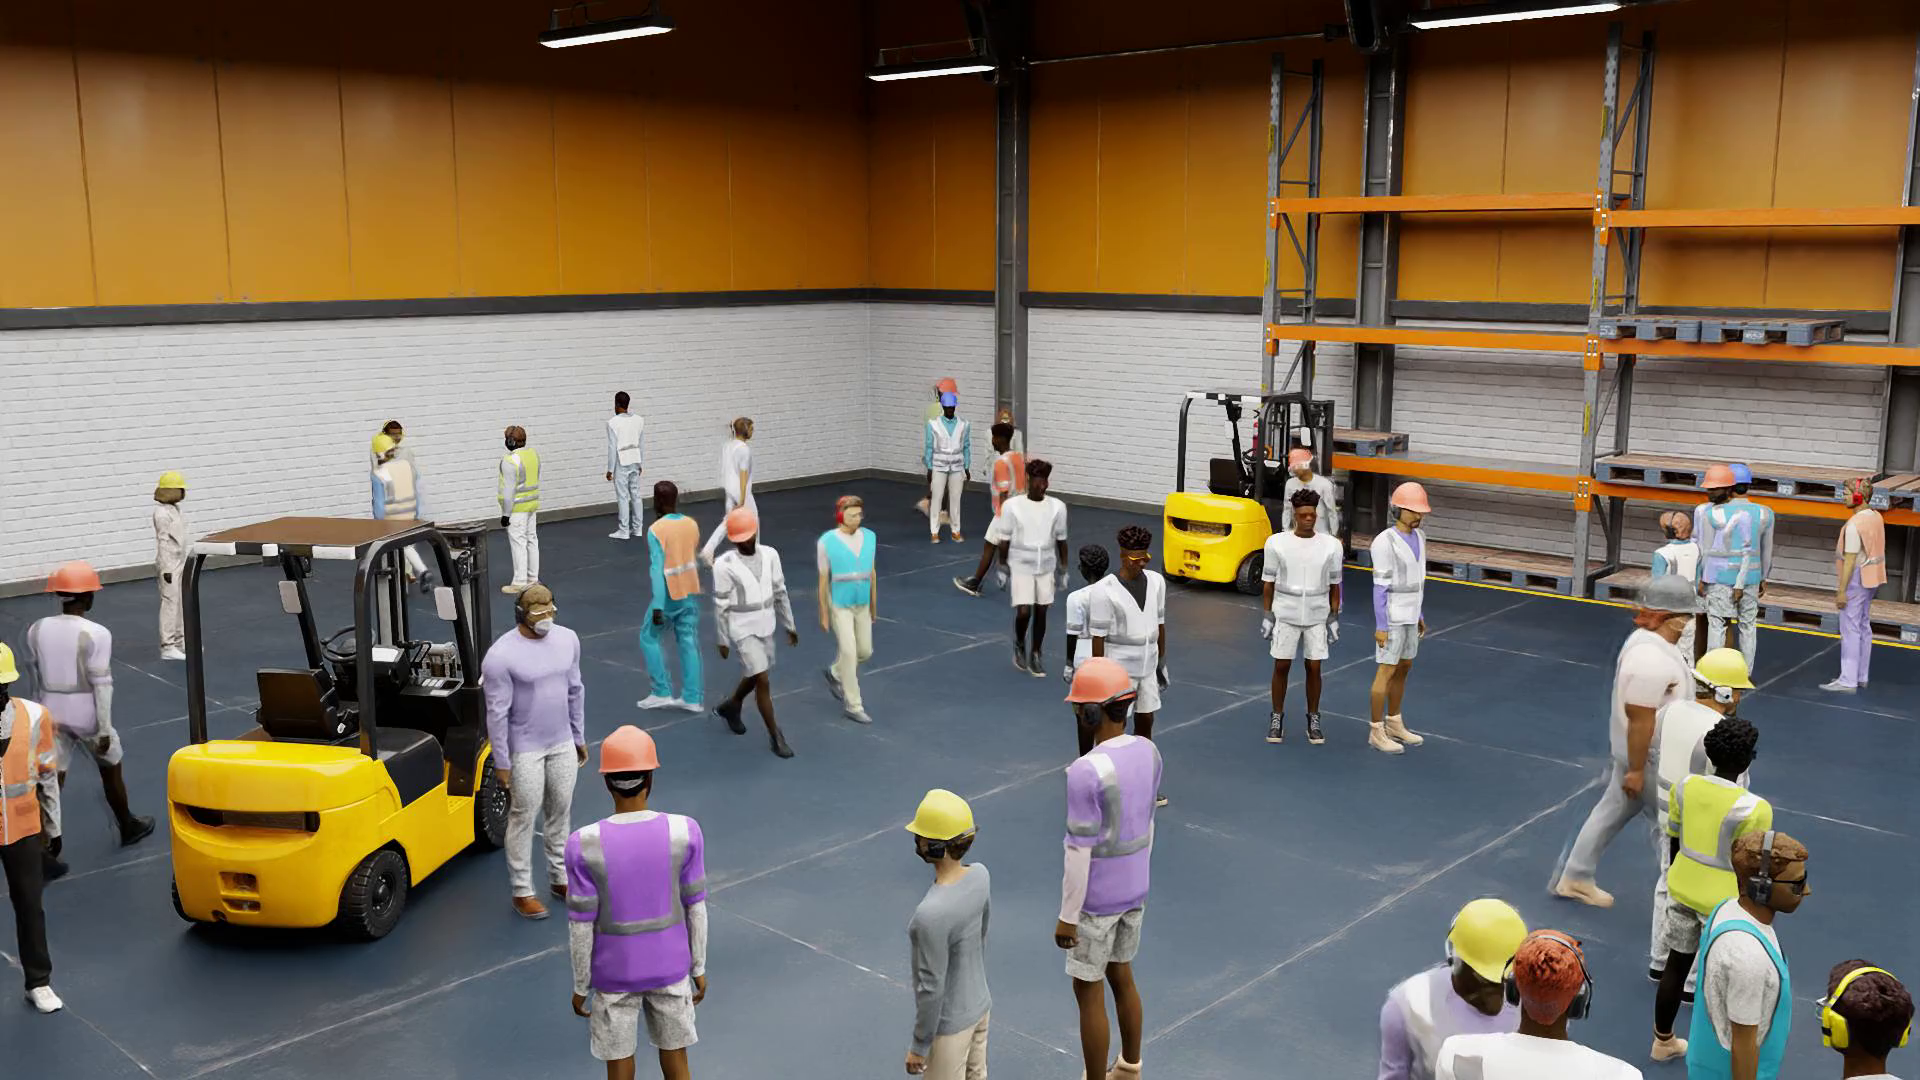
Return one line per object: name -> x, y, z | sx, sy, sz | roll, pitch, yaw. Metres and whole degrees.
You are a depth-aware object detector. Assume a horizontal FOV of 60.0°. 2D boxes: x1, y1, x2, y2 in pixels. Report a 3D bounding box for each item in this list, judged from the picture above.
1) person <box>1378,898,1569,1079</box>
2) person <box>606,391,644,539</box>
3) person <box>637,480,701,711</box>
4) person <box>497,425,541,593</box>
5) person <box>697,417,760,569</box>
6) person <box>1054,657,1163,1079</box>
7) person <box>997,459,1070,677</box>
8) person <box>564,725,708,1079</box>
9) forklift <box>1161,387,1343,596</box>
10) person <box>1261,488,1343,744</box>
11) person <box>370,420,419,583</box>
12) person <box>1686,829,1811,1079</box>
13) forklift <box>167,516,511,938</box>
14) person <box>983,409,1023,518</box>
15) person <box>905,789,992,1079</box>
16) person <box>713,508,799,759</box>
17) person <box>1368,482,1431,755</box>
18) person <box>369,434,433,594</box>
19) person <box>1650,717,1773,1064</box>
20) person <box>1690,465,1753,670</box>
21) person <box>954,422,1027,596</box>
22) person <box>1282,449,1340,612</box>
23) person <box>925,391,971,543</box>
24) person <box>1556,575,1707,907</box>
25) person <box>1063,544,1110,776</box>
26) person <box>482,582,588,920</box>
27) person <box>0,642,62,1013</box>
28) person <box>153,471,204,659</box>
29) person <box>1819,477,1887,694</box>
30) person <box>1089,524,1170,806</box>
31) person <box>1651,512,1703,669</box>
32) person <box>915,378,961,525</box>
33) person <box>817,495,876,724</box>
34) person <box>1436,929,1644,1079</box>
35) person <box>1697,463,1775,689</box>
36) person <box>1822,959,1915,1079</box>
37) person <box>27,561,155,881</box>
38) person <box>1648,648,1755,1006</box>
person -> 1.643, 1.941, 5.398 | 0.629, 1.797, 0.718 | 1, 10, 4
person -> -4.351, -0.975, 21.644 | 0.391, 1.920, 0.593 | 7, 12, 34
person -> -2.405, 0.457, 13.558 | 0.662, 1.890, 0.624 | 5, 11, 28
person -> -4.845, -0.338, 18.239 | 0.429, 1.844, 0.627 | 3, 10, 15
person -> -2.655, -0.541, 19.504 | 0.873, 1.814, 0.517 | -8, 13, -39
person -> 0.614, 1.508, 7.204 | 0.409, 2.029, 0.613 | 7, 12, 36
person -> 0.652, 0.248, 14.598 | 0.642, 1.944, 0.421 | -3, 10, -16
person -> -1.263, 1.675, 6.529 | 0.543, 1.927, 0.374 | -3, 11, -18
forklift -> 3.298, -0.608, 18.767 | 1.214, 2.155, 2.313 | 9, 13, 42
person -> 2.596, 0.578, 12.664 | 0.610, 1.966, 0.364 | 1, 10, 6
person -> -6.333, -0.418, 18.654 | 0.509, 1.860, 0.334 | -6, 12, -31
person -> 2.651, 1.867, 5.669 | 0.328, 1.844, 0.513 | 3, 11, 19
forklift -> -3.583, 0.976, 9.748 | 1.214, 2.155, 2.313 | 2, 10, 11
person -> 0.584, -0.968, 22.429 | 0.546, 1.615, 0.412 | 0, 10, 1
person -> -0.053, 1.799, 6.281 | 0.315, 1.769, 0.523 | 4, 11, 24
person -> -1.587, 0.652, 12.497 | 0.632, 1.880, 0.924 | -9, 13, -41
person -> 3.321, 0.575, 12.466 | 0.381, 2.040, 0.616 | 10, 14, 44
person -> -5.992, -0.235, 17.747 | 0.547, 1.806, 0.611 | 6, 12, 32
person -> 3.398, 1.625, 7.515 | 0.322, 1.690, 0.544 | -4, 11, -19
person -> 6.450, 0.318, 14.228 | 0.375, 1.935, 0.551 | -5, 11, -28
person -> 0.459, -0.317, 17.904 | 1.014, 1.907, 0.624 | 5, 11, 28
person -> 3.618, -0.097, 17.245 | 0.606, 1.706, 0.426 | 8, 13, 39
person -> -0.155, -0.929, 21.293 | 0.602, 1.949, 0.393 | -3, 10, -15
person -> 3.879, 1.132, 9.297 | 1.011, 2.000, 0.693 | 3, 11, 19
person -> 0.952, 0.867, 11.809 | 0.530, 1.689, 0.321 | -9, 13, -40
person -> -2.385, 1.174, 9.398 | 0.377, 1.930, 0.632 | 8, 13, 38
person -> -4.654, 1.413, 8.062 | 0.397, 1.917, 0.594 | 9, 13, 41
person -> -7.212, 0.229, 15.307 | 0.324, 1.739, 0.489 | -1, 10, -5
person -> 7.614, 0.390, 14.100 | 0.561, 1.839, 0.394 | -9, 13, -42
person -> 1.143, 0.853, 11.159 | 0.616, 1.951, 0.388 | -6, 12, -32
person -> 5.841, 0.580, 13.617 | 0.519, 1.633, 0.314 | -4, 11, -23
person -> -0.253, -1.184, 22.542 | 0.504, 2.018, 0.626 | -5, 11, -28
person -> -0.918, 0.526, 13.368 | 0.576, 1.825, 0.686 | -9, 13, -41
person -> 1.630, 2.014, 4.732 | 0.576, 1.882, 0.355 | 4, 11, 21
person -> 6.610, 0.316, 14.219 | 0.603, 1.945, 0.390 | 1, 10, 4
person -> 2.411, 2.058, 4.555 | 0.510, 1.861, 0.324 | -2, 10, -11
person -> -5.370, 1.073, 10.112 | 0.576, 1.887, 1.003 | 1, 10, 7
person -> 3.691, 1.425, 8.278 | 0.403, 1.817, 0.601 | -2, 10, -11
